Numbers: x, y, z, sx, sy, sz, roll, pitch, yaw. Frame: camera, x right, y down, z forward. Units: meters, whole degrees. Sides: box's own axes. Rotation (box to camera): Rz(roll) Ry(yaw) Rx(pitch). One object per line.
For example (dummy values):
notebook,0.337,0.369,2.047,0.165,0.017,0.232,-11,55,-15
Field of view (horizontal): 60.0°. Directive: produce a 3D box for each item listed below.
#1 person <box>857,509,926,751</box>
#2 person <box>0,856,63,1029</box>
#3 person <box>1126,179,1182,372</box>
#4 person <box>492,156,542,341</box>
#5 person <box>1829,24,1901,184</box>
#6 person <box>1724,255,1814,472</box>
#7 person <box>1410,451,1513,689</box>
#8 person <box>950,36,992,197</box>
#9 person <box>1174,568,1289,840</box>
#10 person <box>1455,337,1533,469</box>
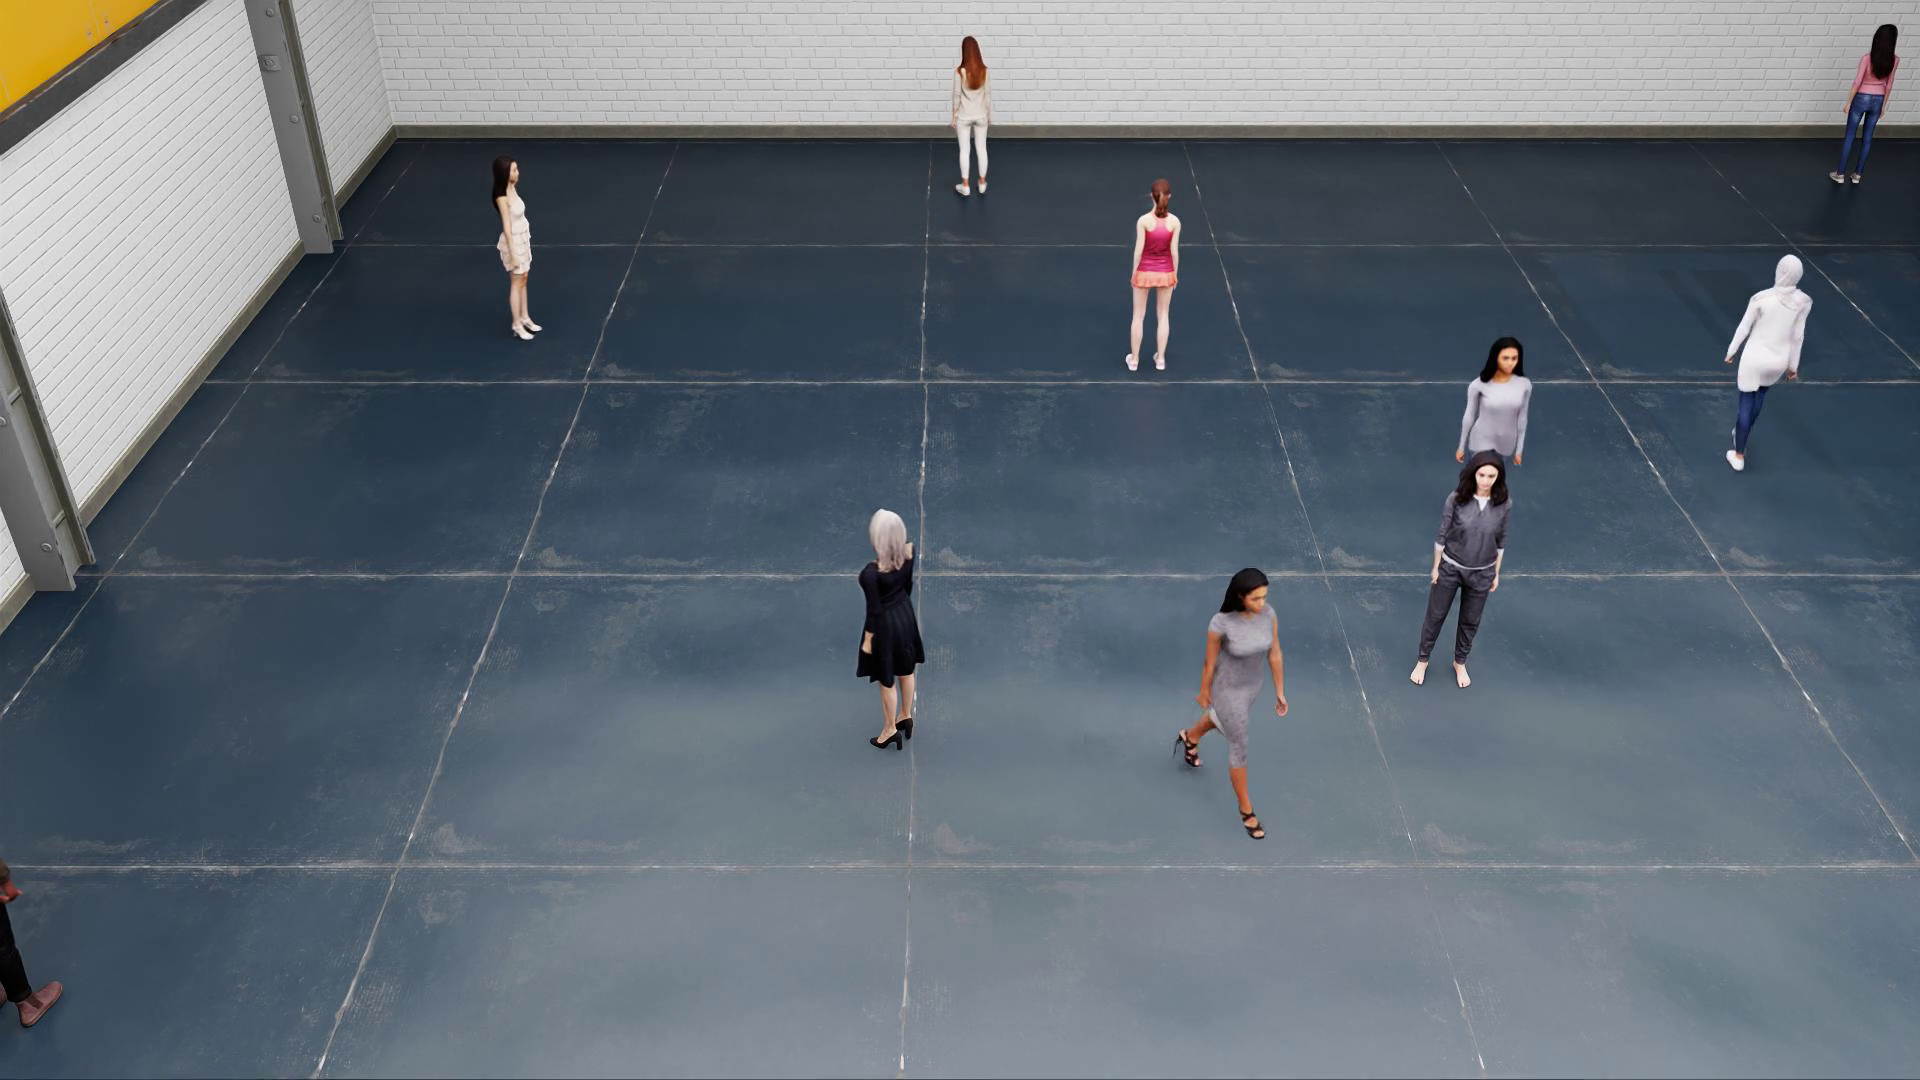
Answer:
person,-0.435,0.553,10.245,0.758,1.747,0.679,23,40,30
person,-5.045,1.755,8.357,0.679,1.836,0.549,0,34,0
person,1.696,-2.316,14.558,0.561,1.751,0.536,-2,34,-2
person,-4.045,-2.643,15.063,0.622,1.736,0.449,1,34,1
person,9.985,-4.806,18.312,0.603,1.742,0.523,4,34,6
person,6.351,-1.356,13.109,0.722,1.755,0.884,4,34,6
person,3.281,0.179,10.792,0.631,1.764,0.561,5,34,8
person,0.129,-4.586,18.012,0.662,1.708,0.623,-9,35,-13
person,1.566,0.856,9.806,0.957,1.730,1.211,-17,37,-23
person,3.872,-0.722,12.207,0.647,1.699,1.138,-2,34,-2
